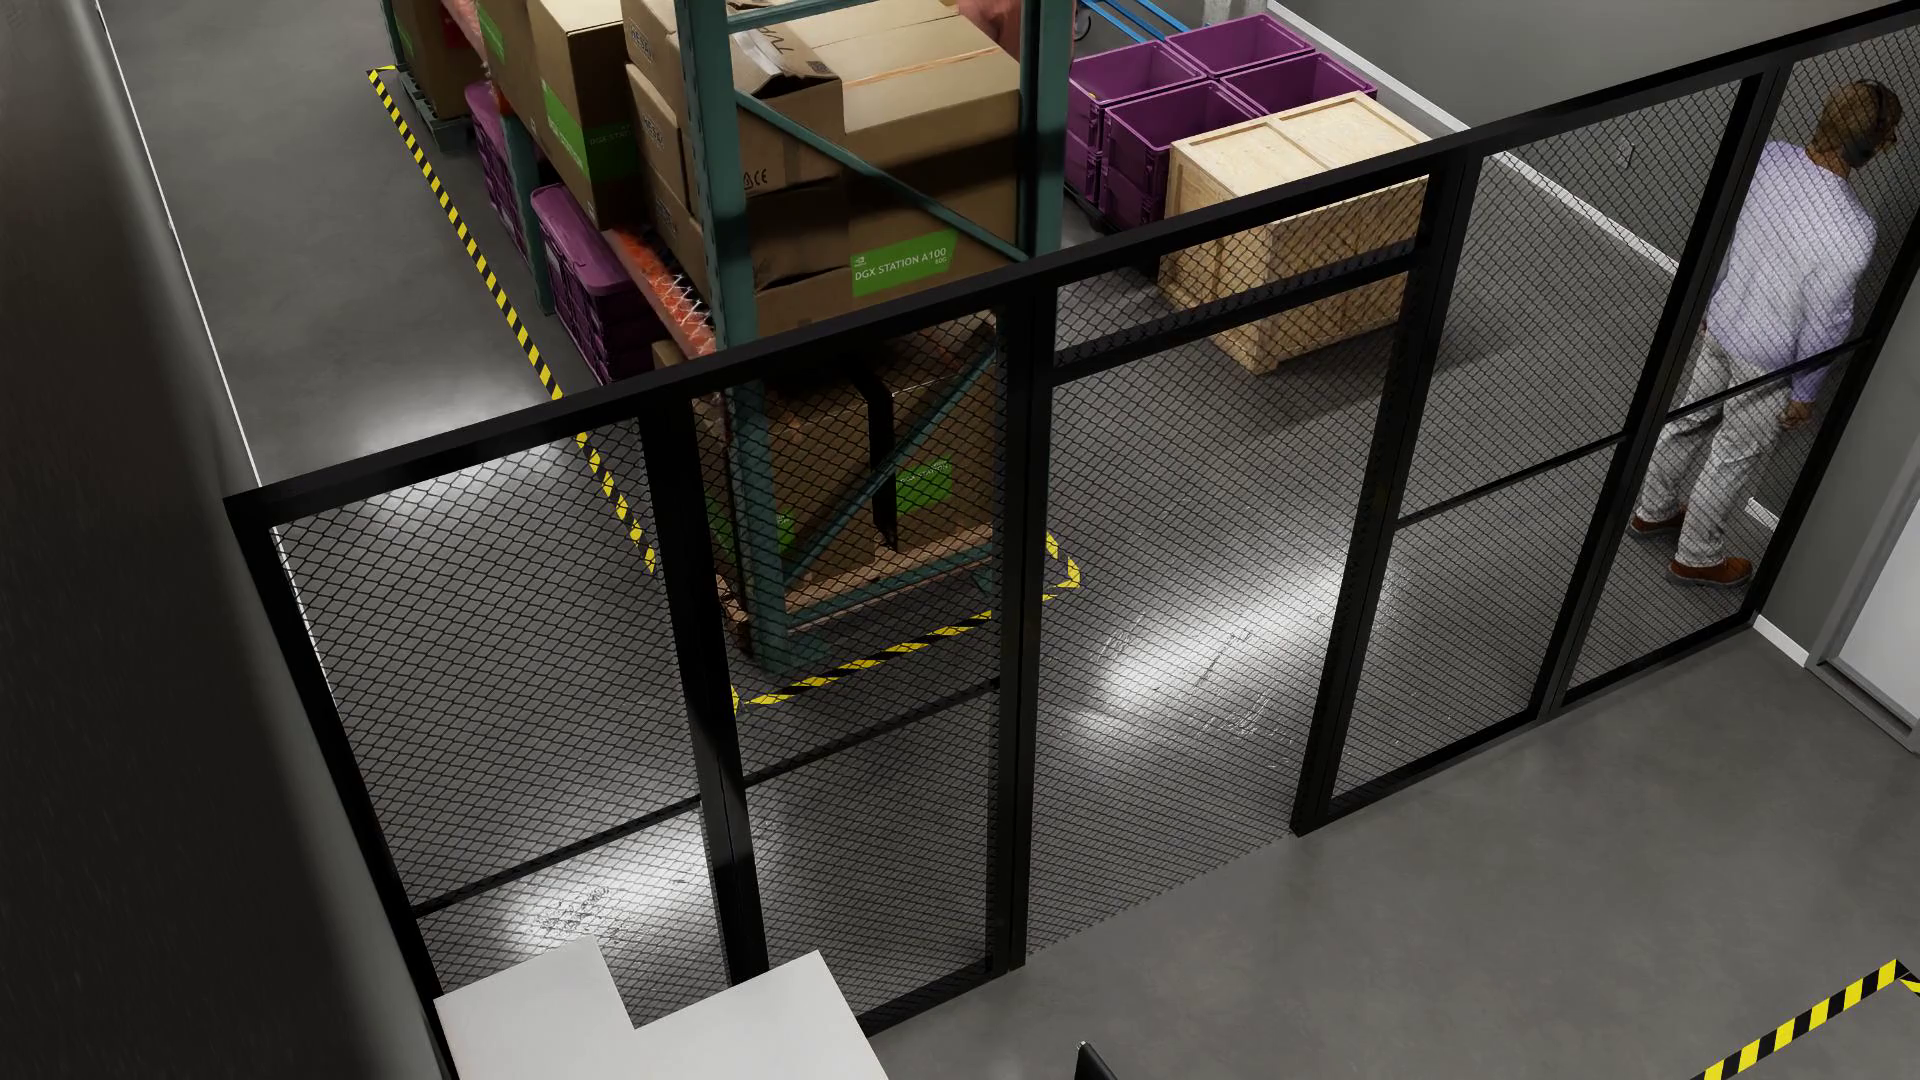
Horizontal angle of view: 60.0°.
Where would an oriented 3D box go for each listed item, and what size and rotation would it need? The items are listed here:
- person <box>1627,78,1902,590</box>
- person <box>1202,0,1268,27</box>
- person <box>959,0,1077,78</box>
[{"bbox_3d":[2.734,-0.665,5.676,0.359,1.933,0.635,-9,43,-9],"label":"person"},{"bbox_3d":[1.440,-3.269,8.599,0.586,1.833,0.403,-17,45,-18],"label":"person"},{"bbox_3d":[0.214,-1.810,6.884,0.608,1.996,0.381,-31,51,-29],"label":"person"}]
